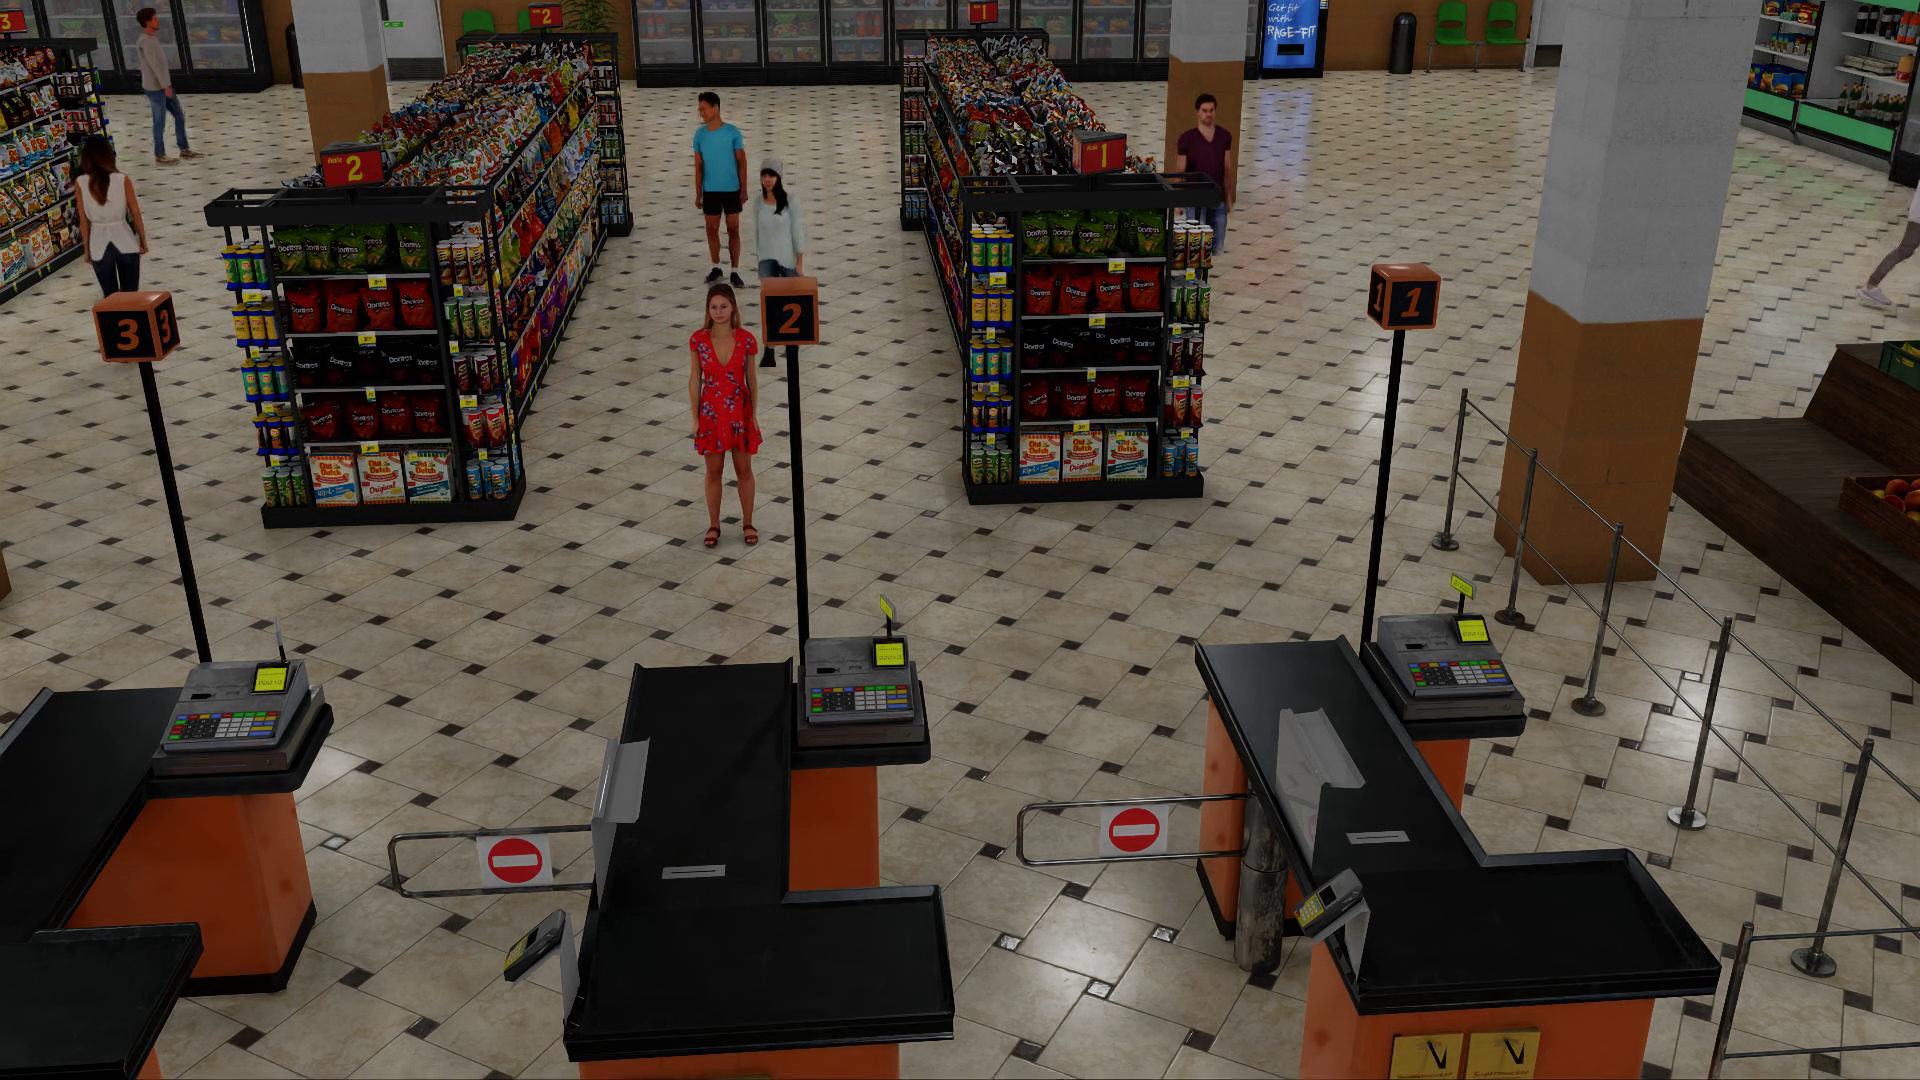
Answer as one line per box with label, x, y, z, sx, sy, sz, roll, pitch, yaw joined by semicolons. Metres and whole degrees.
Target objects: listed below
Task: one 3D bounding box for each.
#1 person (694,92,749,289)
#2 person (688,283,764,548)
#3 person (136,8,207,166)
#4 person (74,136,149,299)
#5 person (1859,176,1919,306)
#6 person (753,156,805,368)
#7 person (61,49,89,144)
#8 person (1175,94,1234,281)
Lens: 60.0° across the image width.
person;-2.171;-3.209;15.280;0.684;1.764;0.655;-3;24;-7
person;-1.380;-0.740;9.850;0.559;1.593;0.529;-2;24;-5
person;-9.991;-5.572;20.529;0.784;1.884;0.757;-5;24;-11
person;-6.657;-2.258;13.093;0.689;1.775;0.683;-10;26;-22
person;8.354;-2.871;14.468;1.119;1.796;1.259;-20;30;-38
person;-1.400;-2.205;13.191;0.768;1.599;1.157;4;24;9
person;-10.333;-4.927;19.284;0.723;1.701;0.634;12;26;26
person;2.157;-3.037;14.806;0.789;1.830;1.087;-6;24;-13
